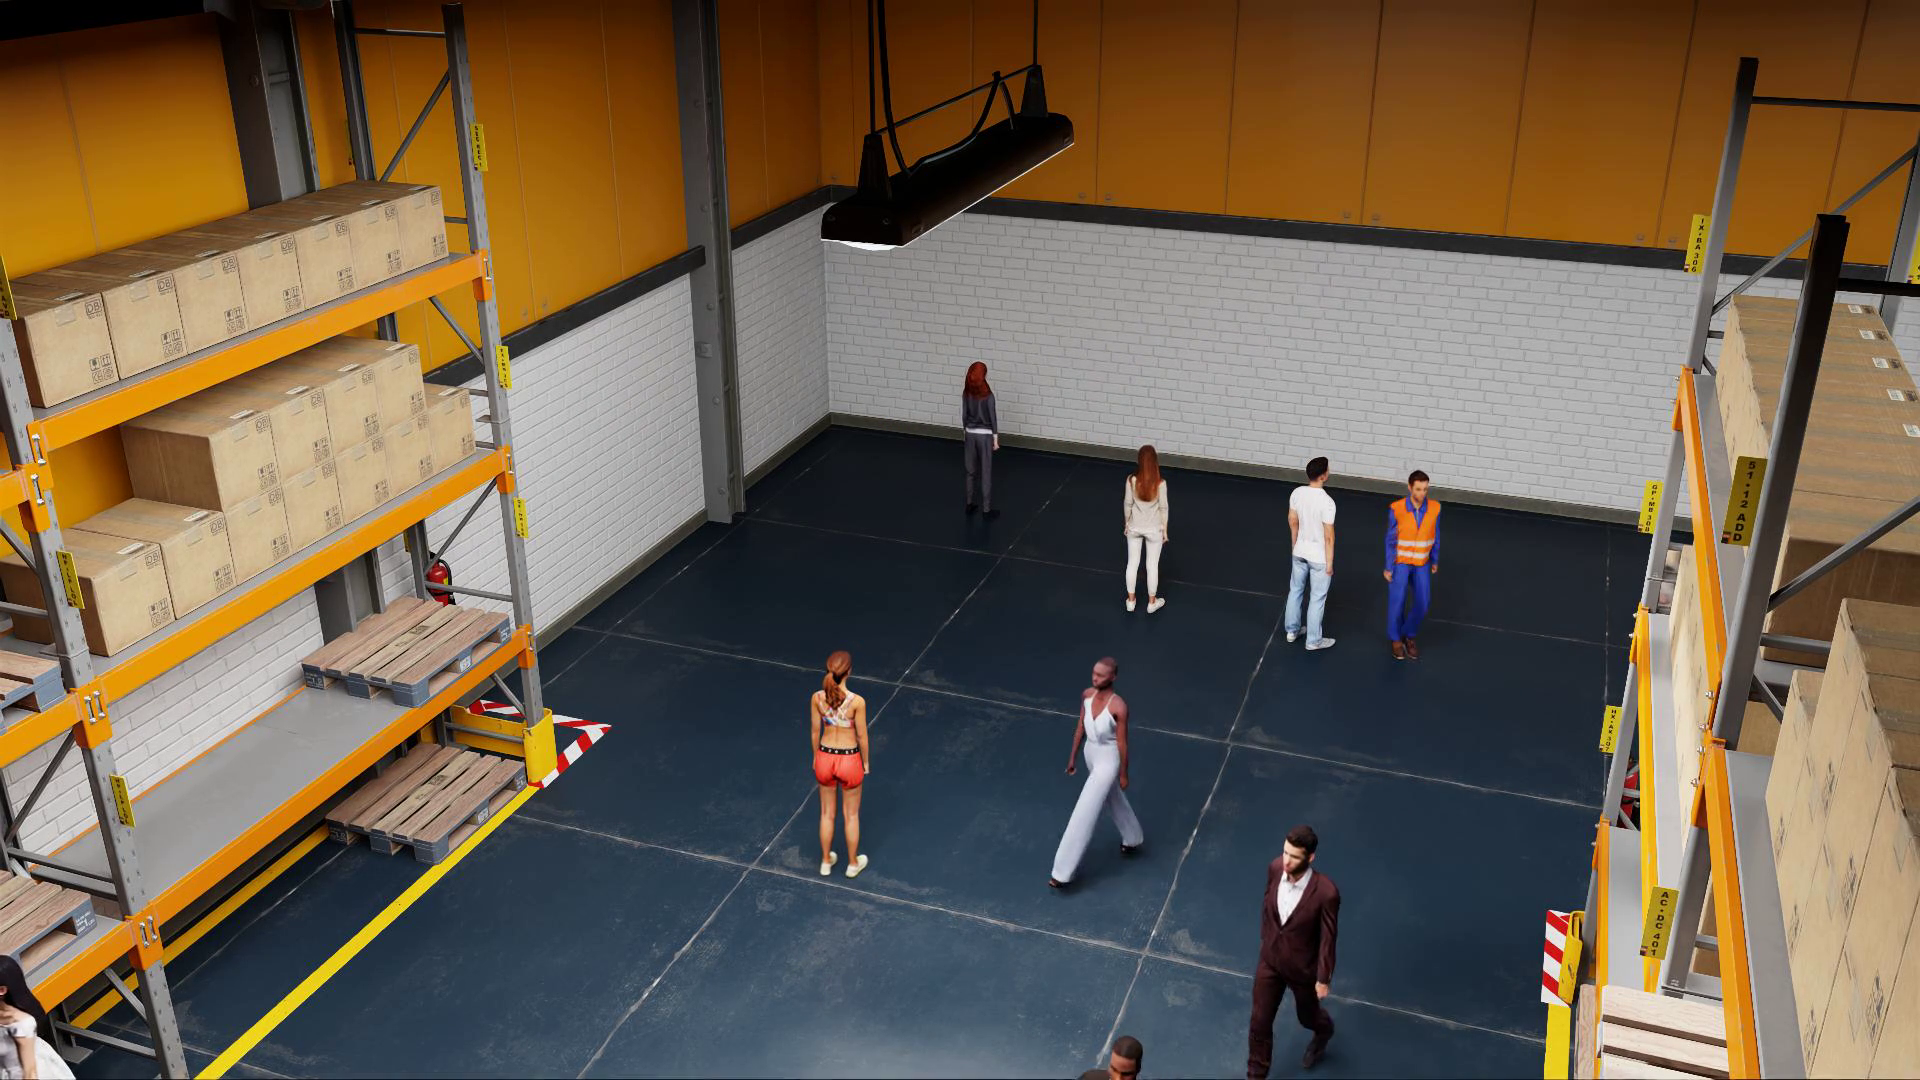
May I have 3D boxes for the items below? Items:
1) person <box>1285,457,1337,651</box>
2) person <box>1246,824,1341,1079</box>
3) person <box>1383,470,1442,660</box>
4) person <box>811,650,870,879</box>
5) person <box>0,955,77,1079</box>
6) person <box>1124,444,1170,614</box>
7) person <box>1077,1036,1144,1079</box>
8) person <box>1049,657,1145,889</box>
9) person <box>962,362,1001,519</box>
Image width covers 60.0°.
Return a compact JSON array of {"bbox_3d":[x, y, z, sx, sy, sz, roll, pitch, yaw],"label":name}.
[{"bbox_3d":[3.248,0.112,15.333,0.766,1.867,0.760,-17,29,-34],"label":"person"},{"bbox_3d":[2.036,2.481,9.936,1.005,1.849,1.292,20,31,38],"label":"person"},{"bbox_3d":[4.064,0.189,15.181,0.807,1.848,0.819,-1,24,-3],"label":"person"},{"bbox_3d":[-0.873,1.622,11.980,0.605,1.786,0.566,5,24,11],"label":"person"},{"bbox_3d":[-4.966,2.963,8.932,0.809,1.769,0.778,-17,29,-34],"label":"person"},{"bbox_3d":[1.784,-0.107,16.025,0.578,1.715,0.536,8,25,18],"label":"person"},{"bbox_3d":[0.809,3.189,8.425,0.848,1.762,1.248,15,28,31],"label":"person"},{"bbox_3d":[1.094,1.634,12.024,1.212,1.729,1.021,-17,29,-33],"label":"person"},{"bbox_3d":[0.213,-1.104,18.223,0.624,1.780,0.584,15,28,31],"label":"person"}]
